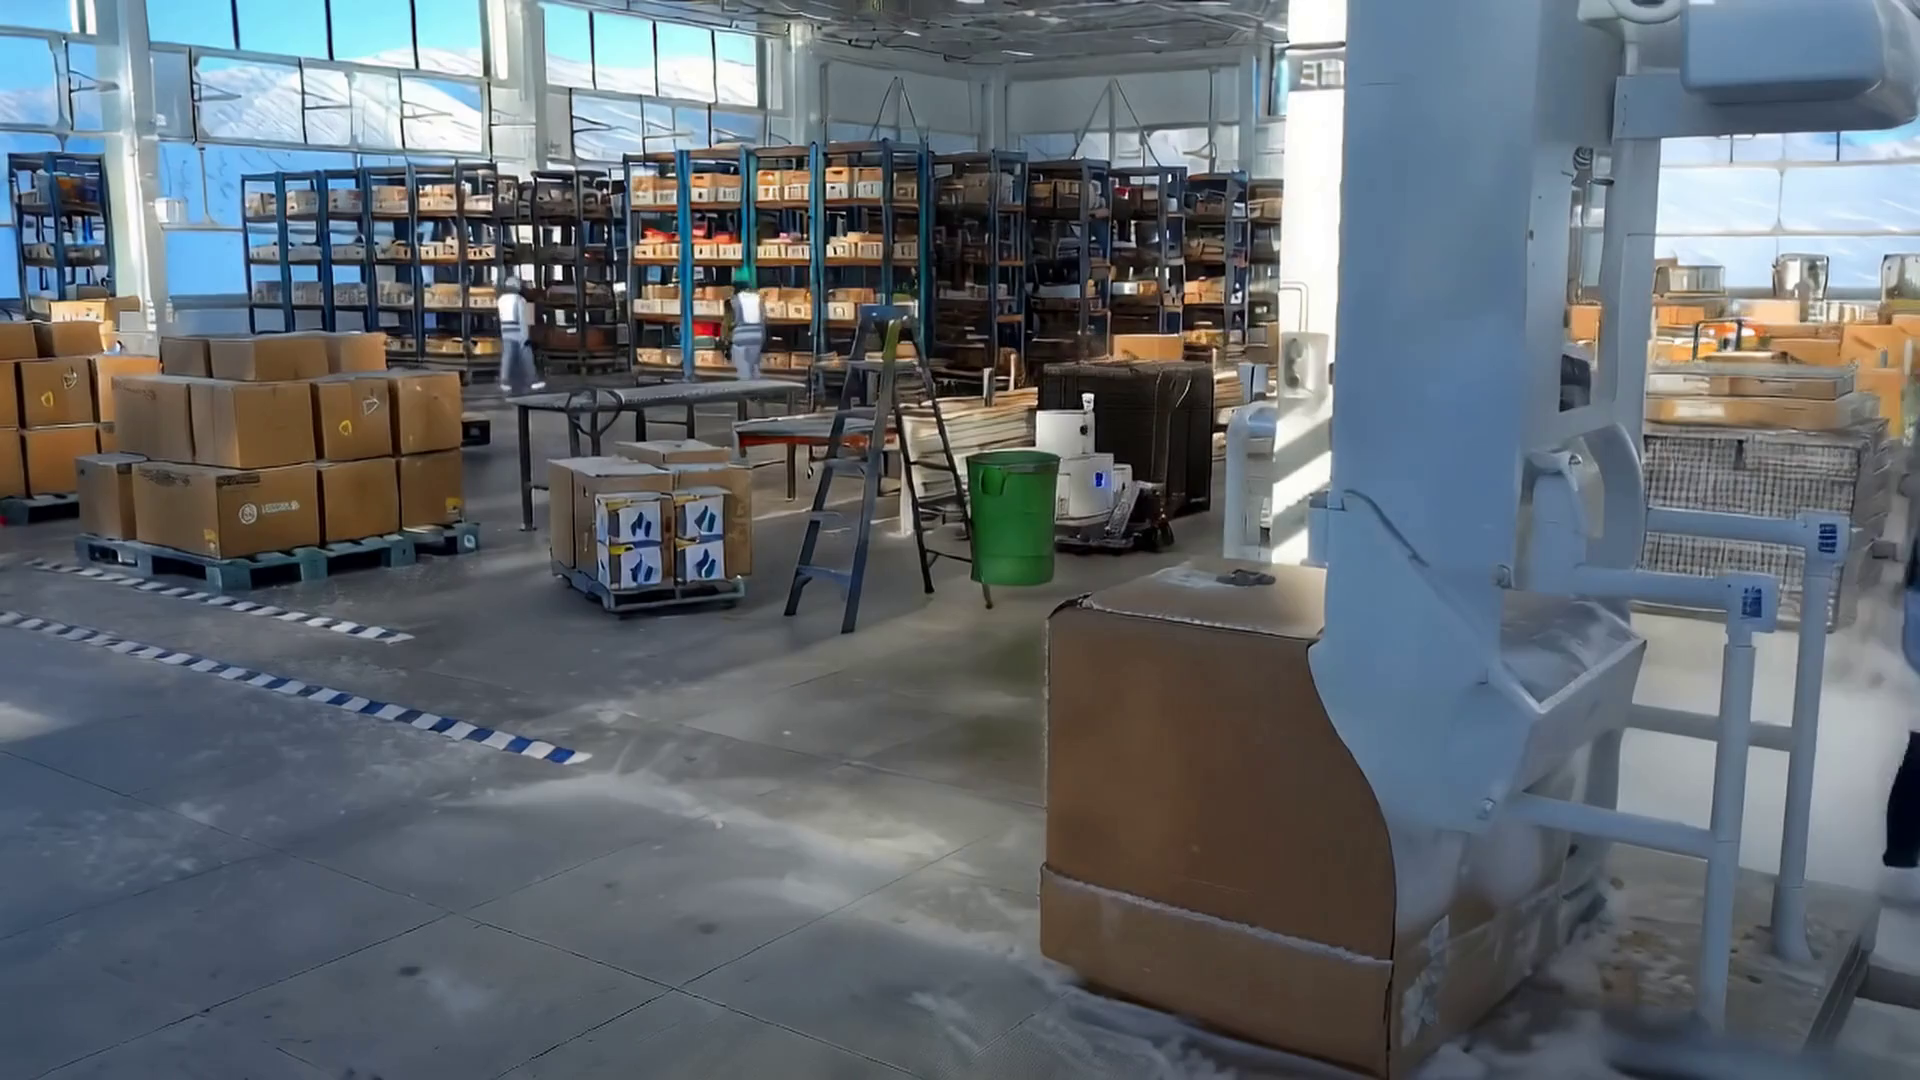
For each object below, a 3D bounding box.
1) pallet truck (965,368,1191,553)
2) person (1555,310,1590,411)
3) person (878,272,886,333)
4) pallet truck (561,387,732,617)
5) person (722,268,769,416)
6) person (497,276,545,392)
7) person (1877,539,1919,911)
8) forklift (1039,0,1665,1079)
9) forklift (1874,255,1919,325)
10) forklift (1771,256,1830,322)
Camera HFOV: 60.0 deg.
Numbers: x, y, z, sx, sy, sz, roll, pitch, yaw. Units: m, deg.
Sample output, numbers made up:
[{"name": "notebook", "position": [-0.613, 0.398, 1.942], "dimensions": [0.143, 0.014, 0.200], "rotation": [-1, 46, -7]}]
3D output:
[{"name": "pallet truck", "position": [0.845, -0.609, 11.869], "dimensions": [1.630, 1.274, 0.653], "rotation": [7, 12, 35]}, {"name": "person", "position": [4.095, -0.769, 11.593], "dimensions": [0.543, 1.714, 0.923], "rotation": [4, 10, 25]}, {"name": "person", "position": [-1.558, -4.674, 34.592], "dimensions": [0.980, 1.799, 0.579], "rotation": [-9, 13, -43]}, {"name": "pallet truck", "position": [-1.981, -0.274, 10.088], "dimensions": [0.680, 1.201, 1.601], "rotation": [-5, 11, -28]}, {"name": "person", "position": [-2.849, -2.597, 21.835], "dimensions": [0.633, 1.925, 0.518], "rotation": [-8, 12, -40]}, {"name": "person", "position": [-6.867, -3.182, 25.764], "dimensions": [0.620, 1.777, 0.946], "rotation": [5, 11, 26]}, {"name": "person", "position": [3.083, 0.352, 4.985], "dimensions": [0.526, 1.676, 0.557], "rotation": [6, 11, 32]}, {"name": "forklift", "position": [1.249, -0.137, 4.360], "dimensions": [1.873, 2.768, 1.129], "rotation": [7, 12, 35]}, {"name": "forklift", "position": [22.089, -5.634, 38.796], "dimensions": [1.157, 1.987, 2.680], "rotation": [6, 11, 33]}, {"name": "forklift", "position": [20.253, -5.854, 40.139], "dimensions": [1.157, 1.987, 2.680], "rotation": [7, 12, 35]}]
